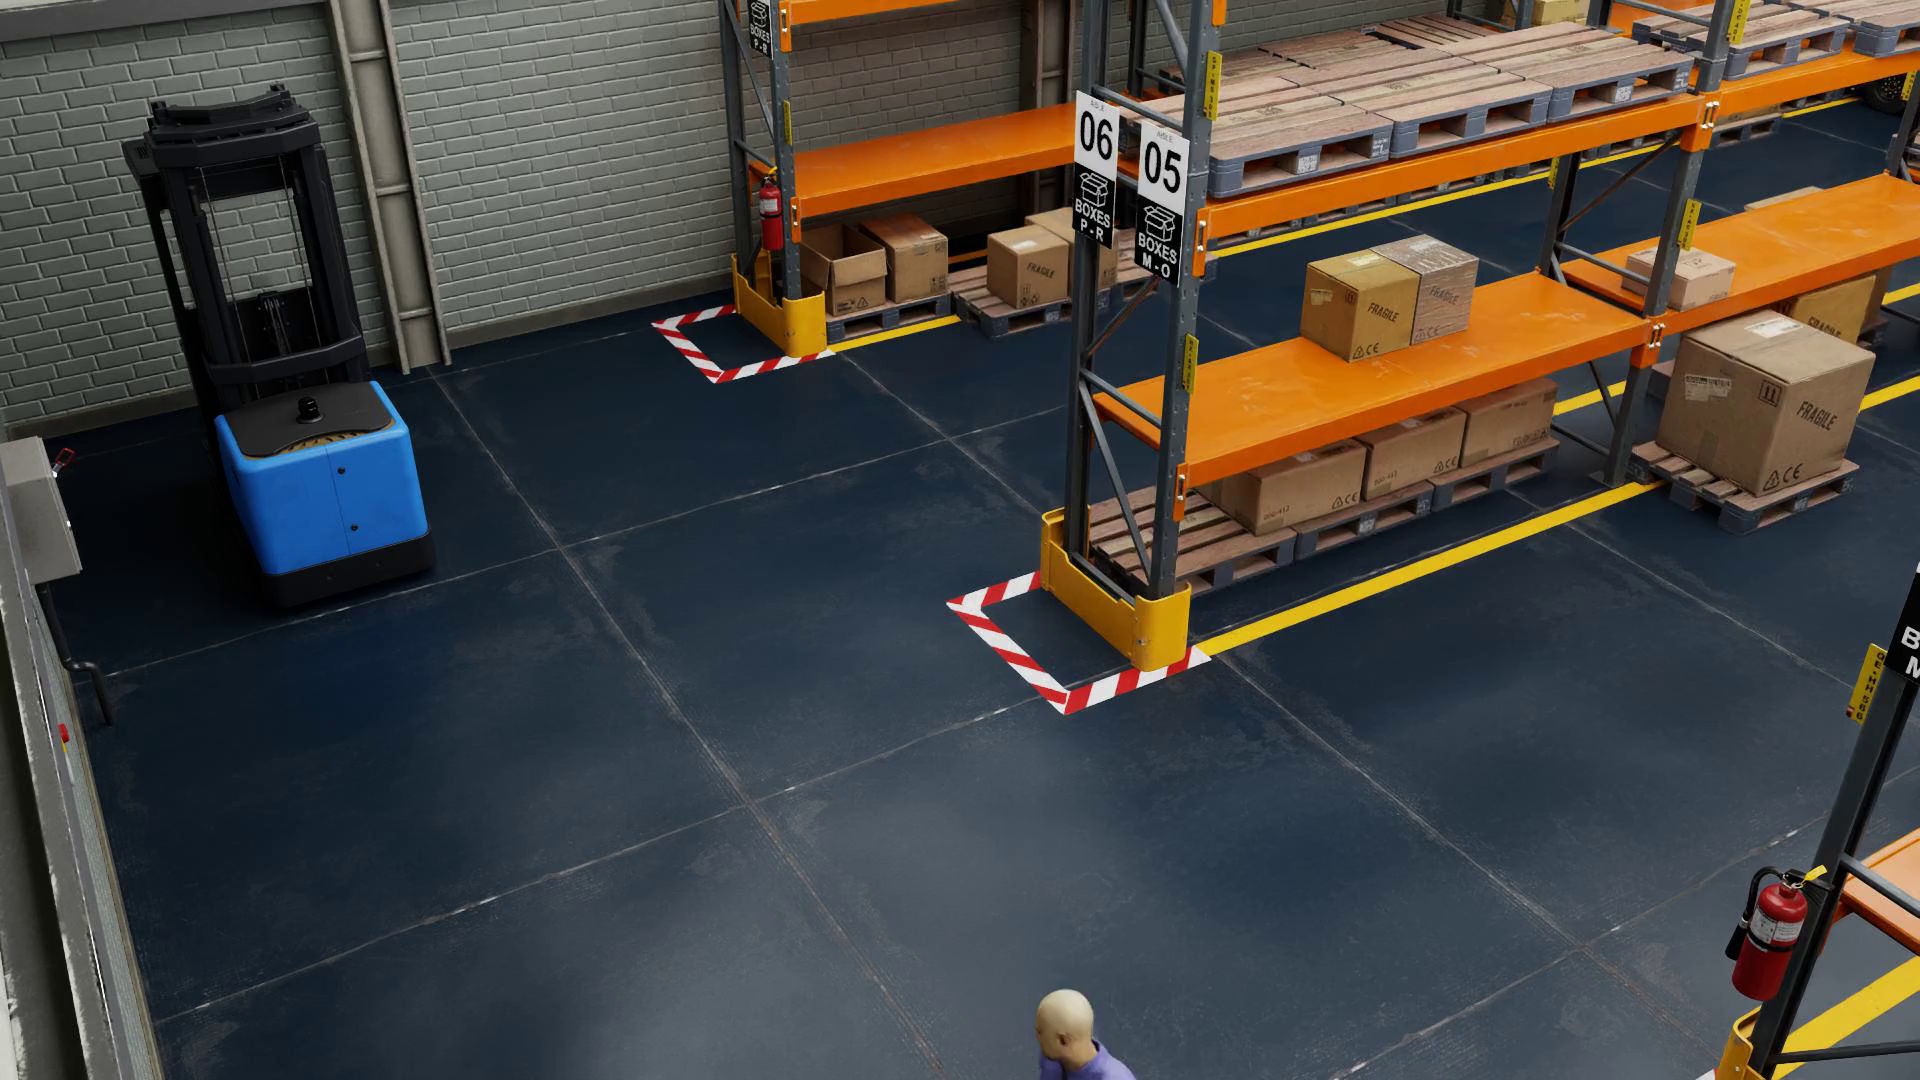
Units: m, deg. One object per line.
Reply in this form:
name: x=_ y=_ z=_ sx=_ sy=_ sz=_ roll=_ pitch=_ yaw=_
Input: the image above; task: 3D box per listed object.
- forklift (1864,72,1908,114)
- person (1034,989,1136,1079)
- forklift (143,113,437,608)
forklift: x=11.468 y=-5.645 z=18.244 sx=1.214 sy=2.155 sz=2.313 roll=-17 pitch=36 yaw=-26
person: x=0.507 y=2.295 z=5.818 sx=0.373 sy=1.766 sz=0.678 roll=-21 pitch=37 yaw=-30
forklift: x=-4.289 y=-1.259 z=10.509 sx=1.129 sy=2.768 sz=1.873 roll=-17 pitch=36 yaw=-26
